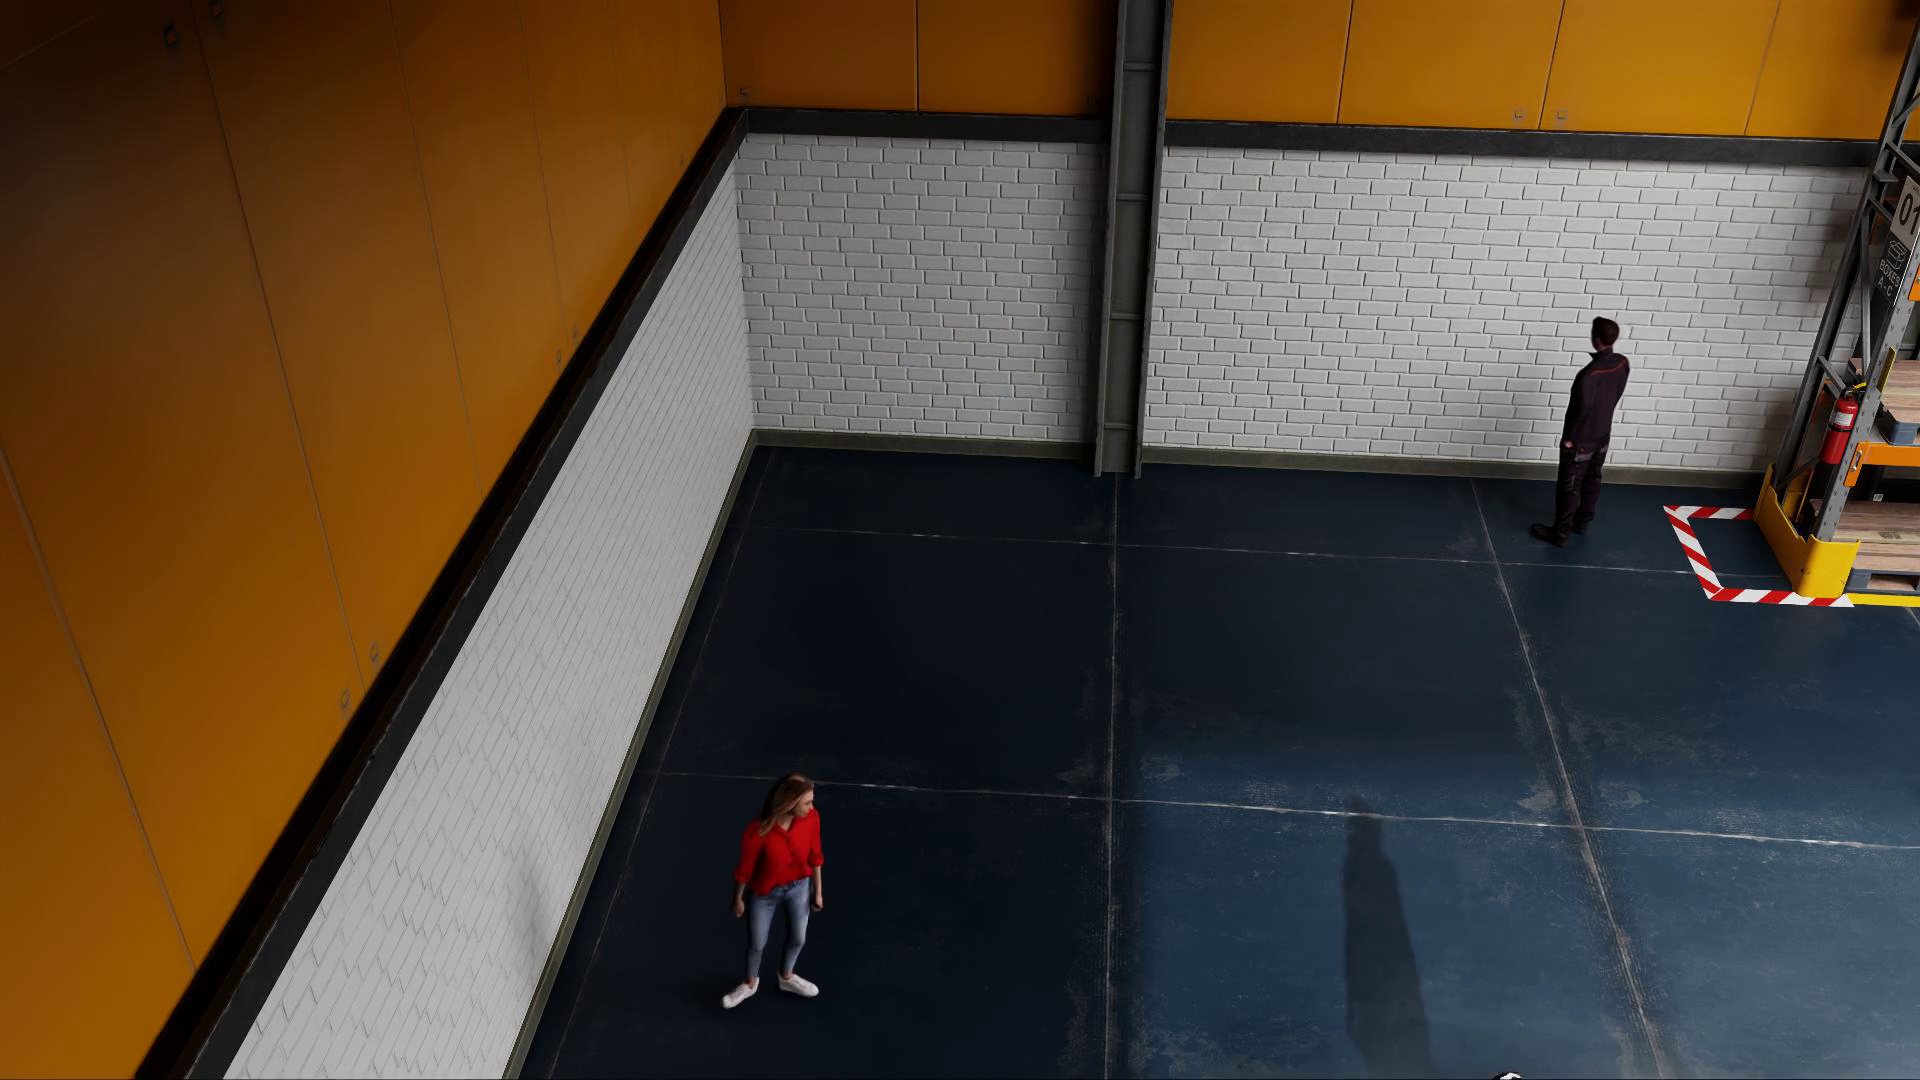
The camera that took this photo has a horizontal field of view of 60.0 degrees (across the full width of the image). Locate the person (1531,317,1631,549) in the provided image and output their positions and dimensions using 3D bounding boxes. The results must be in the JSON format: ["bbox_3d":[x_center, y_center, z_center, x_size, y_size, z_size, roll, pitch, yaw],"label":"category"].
[{"bbox_3d":[4.869,-0.841,12.908,0.754,1.910,0.841,-20,39,-27],"label":"person"}]

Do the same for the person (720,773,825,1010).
[{"bbox_3d":[-1.037,1.896,8.996,0.754,1.682,0.906,-10,35,-14],"label":"person"}]
